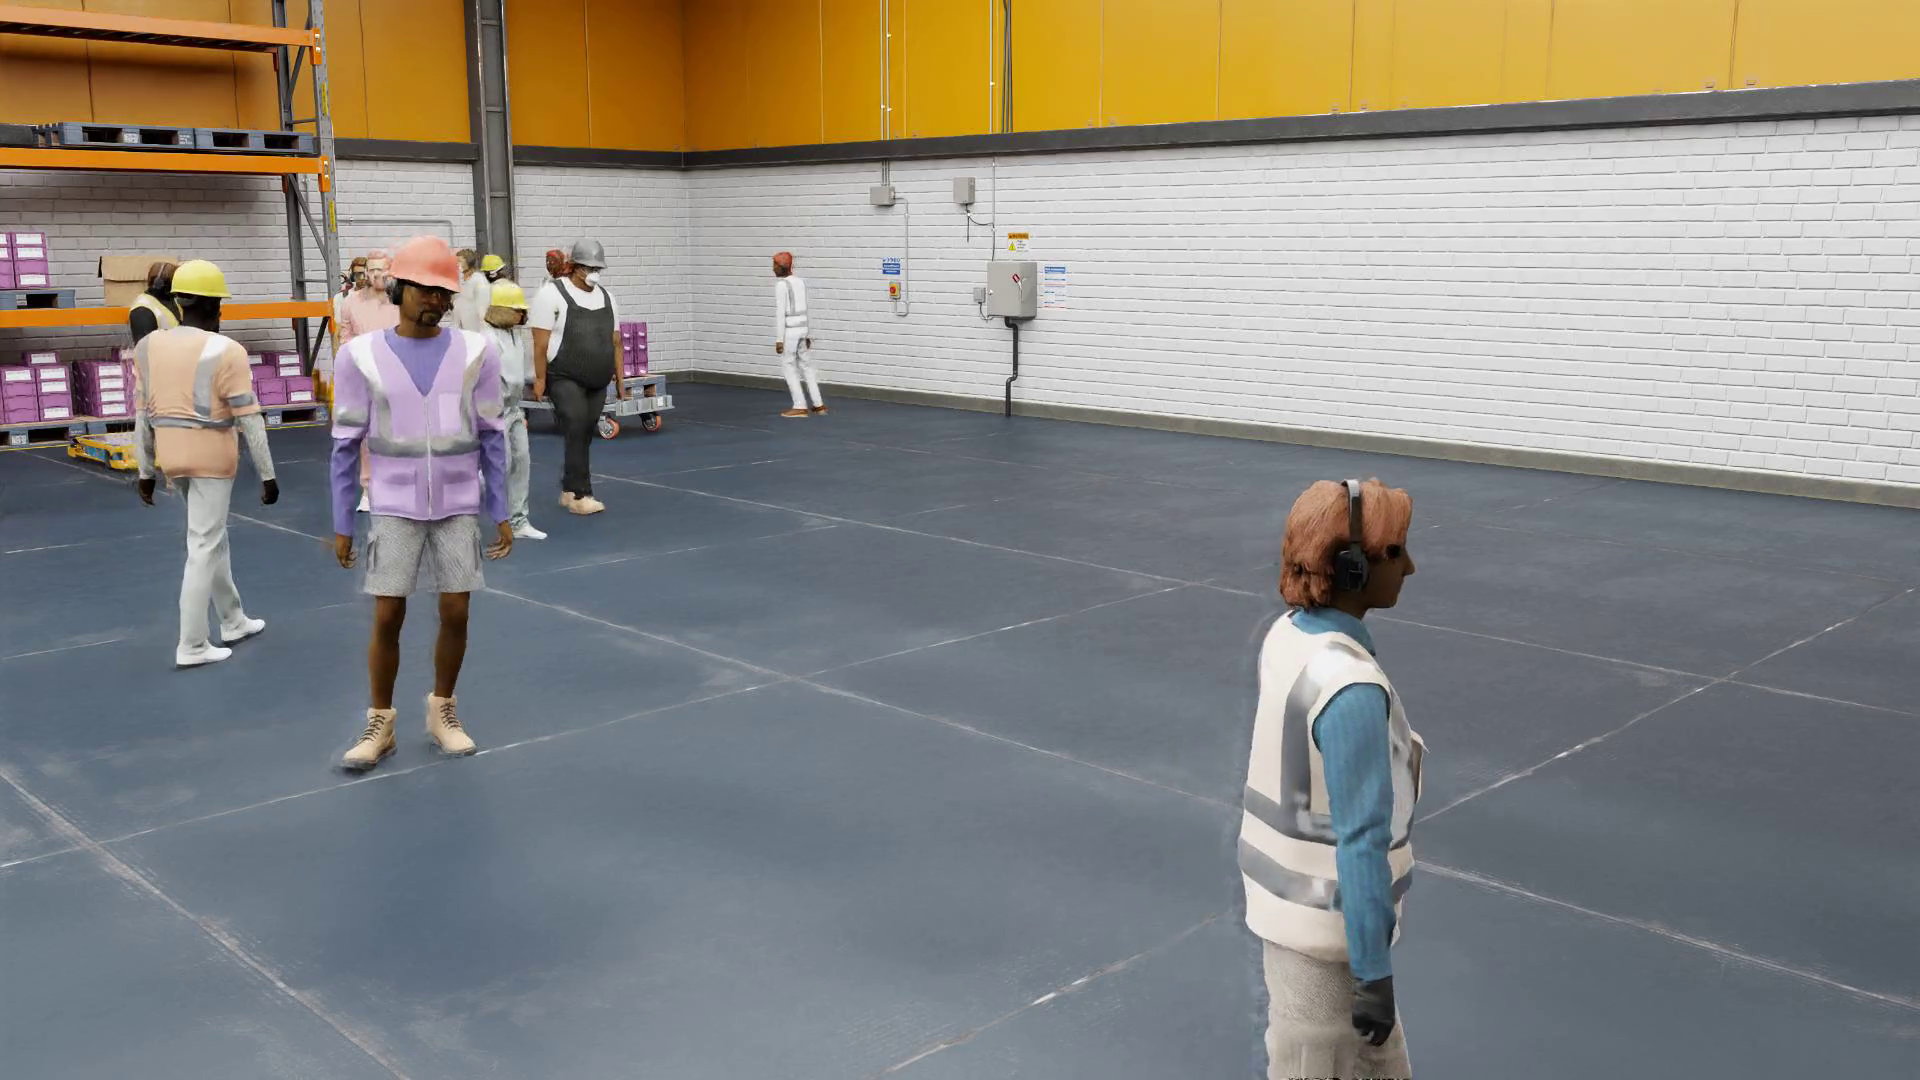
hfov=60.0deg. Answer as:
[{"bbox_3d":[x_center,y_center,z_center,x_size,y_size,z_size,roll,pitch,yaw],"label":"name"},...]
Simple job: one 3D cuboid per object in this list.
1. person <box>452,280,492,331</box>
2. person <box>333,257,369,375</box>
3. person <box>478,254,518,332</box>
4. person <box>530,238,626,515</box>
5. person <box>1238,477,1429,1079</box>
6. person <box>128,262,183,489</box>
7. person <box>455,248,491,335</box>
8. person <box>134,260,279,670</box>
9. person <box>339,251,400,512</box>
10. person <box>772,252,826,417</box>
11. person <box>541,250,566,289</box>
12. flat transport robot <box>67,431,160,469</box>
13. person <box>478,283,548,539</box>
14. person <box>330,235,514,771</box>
[{"bbox_3d":[-5.339,-2.155,18.496,0.519,1.602,0.724,1,10,6],"label":"person"},{"bbox_3d":[-5.326,-1.604,14.861,0.531,1.824,0.553,-2,11,-11],"label":"person"},{"bbox_3d":[-5.252,-2.338,18.937,0.410,1.806,0.594,1,10,7],"label":"person"},{"bbox_3d":[-2.696,-1.209,12.138,0.878,2.000,0.699,9,14,40],"label":"person"},{"bbox_3d":[0.624,0.683,2.999,0.781,1.612,0.531,0,10,1],"label":"person"},{"bbox_3d":[-6.391,-1.294,13.232,0.584,1.818,0.660,0,10,0],"label":"person"},{"bbox_3d":[-5.317,-2.289,18.465,0.628,1.904,0.991,10,14,43],"label":"person"},{"bbox_3d":[-3.536,-0.375,7.959,0.622,1.893,0.828,4,11,19],"label":"person"},{"bbox_3d":[-4.214,-1.156,12.214,0.639,1.908,0.409,-2,11,-12],"label":"person"},{"bbox_3d":[-1.837,-2.281,18.544,0.458,1.851,0.657,5,11,25],"label":"person"},{"bbox_3d":[-4.613,-2.441,19.383,0.594,1.861,0.425,5,12,27],"label":"person"},{"bbox_3d":[-7.376,-0.816,14.822,0.652,0.197,1.431,-10,14,-44],"label":"flat transport robot"},{"bbox_3d":[-3.091,-0.841,11.011,0.589,1.713,0.520,2,11,12],"label":"person"},{"bbox_3d":[-2.075,-0.130,6.345,0.705,2.013,0.420,-5,11,-24],"label":"person"}]
